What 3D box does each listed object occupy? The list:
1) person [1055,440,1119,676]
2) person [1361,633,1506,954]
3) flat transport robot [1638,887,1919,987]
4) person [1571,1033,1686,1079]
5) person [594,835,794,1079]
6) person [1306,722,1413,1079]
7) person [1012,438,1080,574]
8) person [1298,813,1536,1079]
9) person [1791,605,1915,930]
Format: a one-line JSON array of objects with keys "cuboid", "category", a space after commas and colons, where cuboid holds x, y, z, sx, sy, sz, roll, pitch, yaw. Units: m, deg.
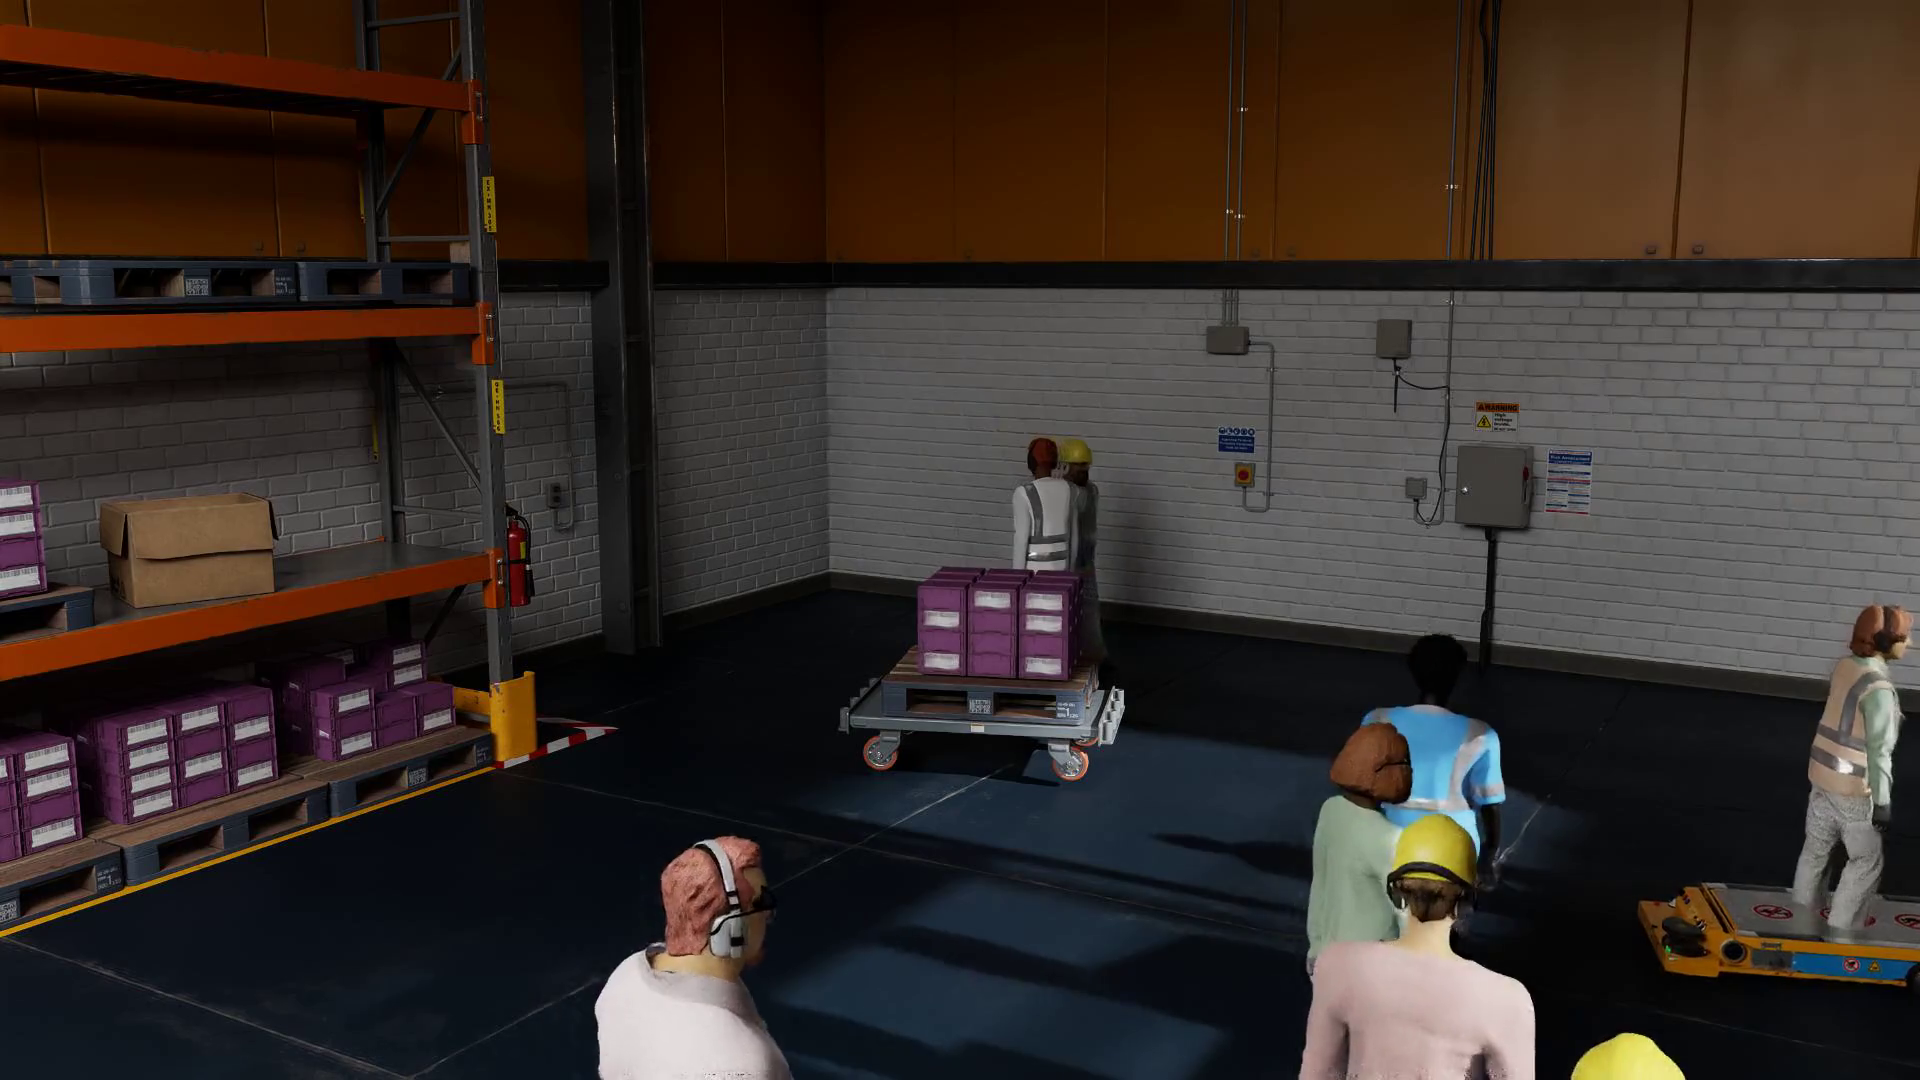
[{"cuboid": [0.828, 0.125, 12.668, 0.604, 1.789, 0.952, -6, 11, -34], "category": "person"}, {"cuboid": [1.757, 1.189, 6.332, 0.595, 1.670, 0.371, 4, 10, 22], "category": "person"}, {"cuboid": [3.793, 1.737, 7.287, 1.431, 0.197, 0.652, 2, 9, 12], "category": "flat transport robot"}, {"cuboid": [1.112, 1.706, 2.890, 0.526, 1.755, 0.359, 8, 12, 41], "category": "person"}, {"cuboid": [-0.576, 1.541, 3.572, 0.979, 1.867, 0.653, -7, 11, -37], "category": "person"}, {"cuboid": [1.354, 1.378, 5.429, 0.827, 1.590, 0.505, -1, 9, -8], "category": "person"}, {"cuboid": [0.592, 0.217, 11.752, 0.583, 1.882, 0.338, -7, 11, -37], "category": "person"}, {"cuboid": [1.093, 1.526, 4.021, 0.573, 1.740, 0.431, 5, 10, 28], "category": "person"}, {"cuboid": [3.871, 1.075, 7.206, 0.367, 1.615, 0.518, 2, 9, 12], "category": "person"}]
